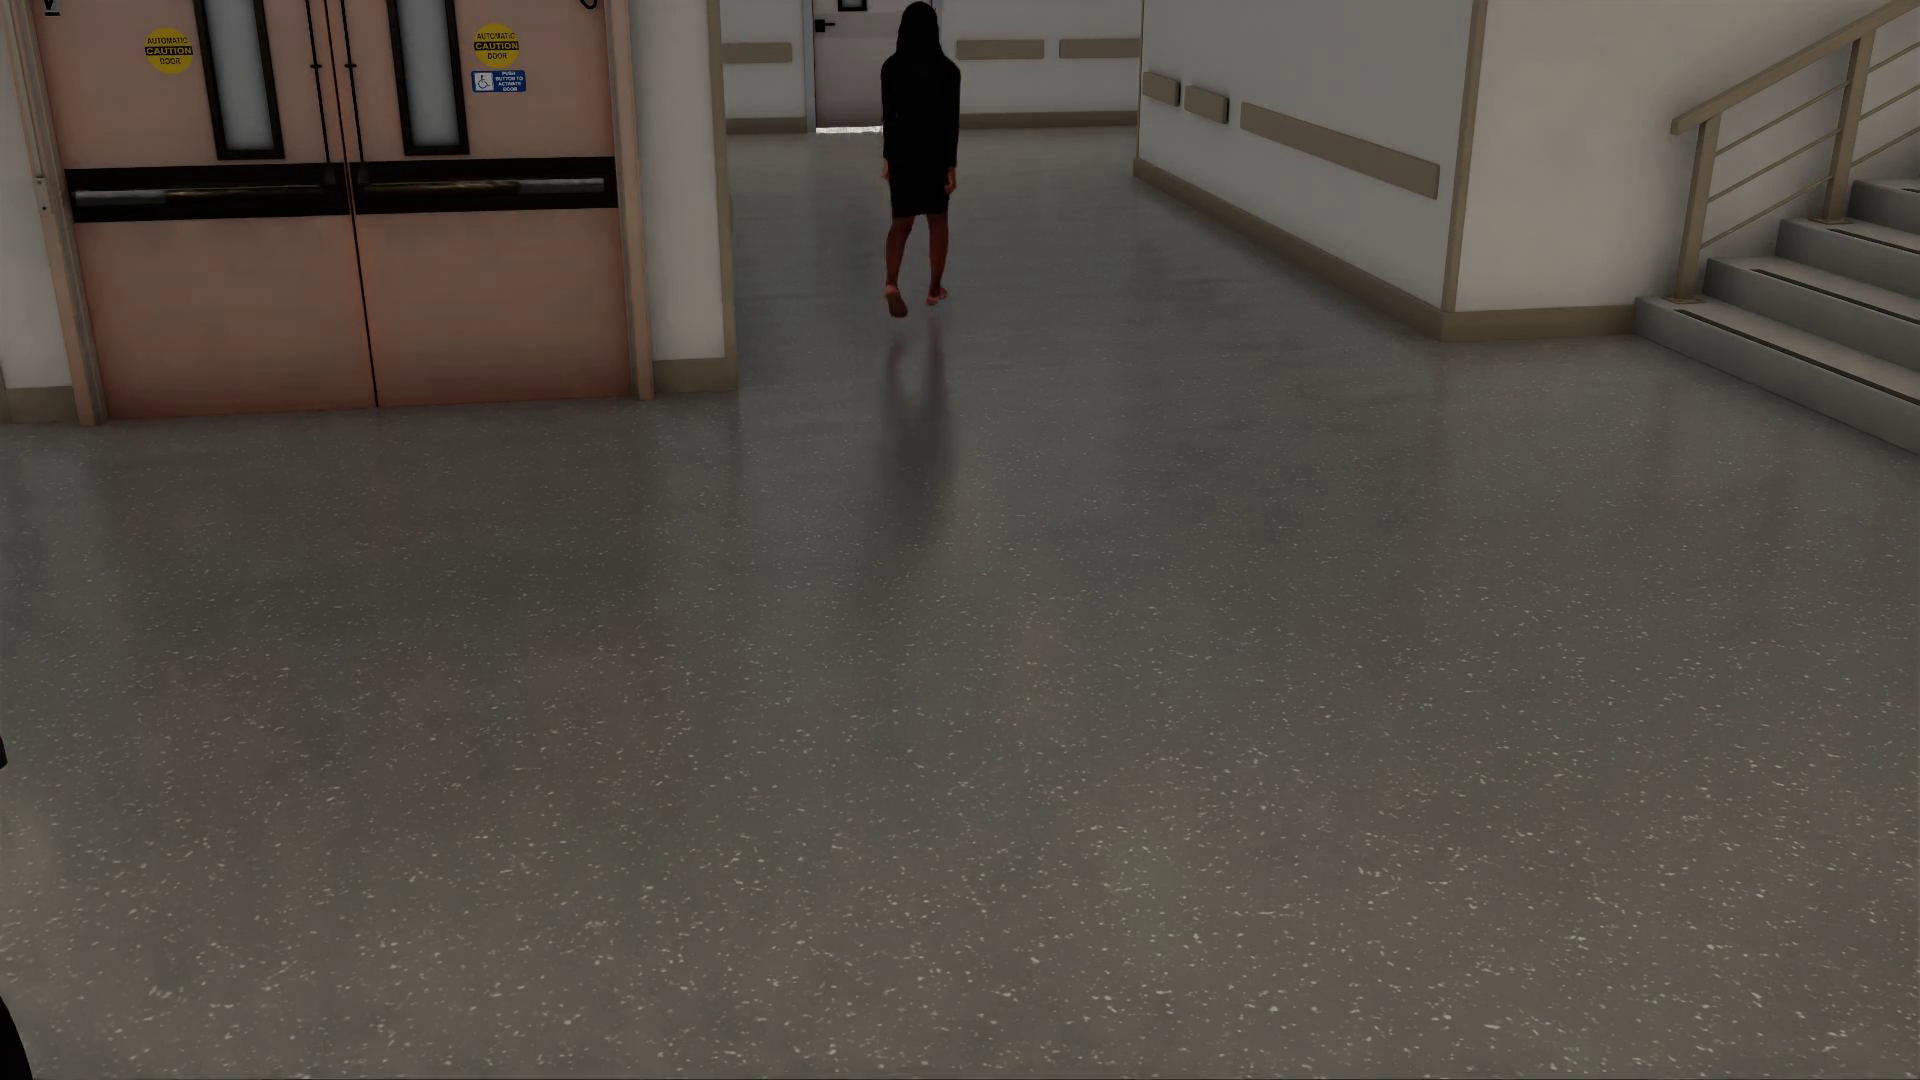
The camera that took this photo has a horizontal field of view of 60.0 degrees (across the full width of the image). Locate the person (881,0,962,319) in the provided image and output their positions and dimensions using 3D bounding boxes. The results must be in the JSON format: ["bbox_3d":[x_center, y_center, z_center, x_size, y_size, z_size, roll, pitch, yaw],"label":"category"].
[{"bbox_3d":[-0.250,-2.038,9.125,1.184,1.688,1.004,5,21,13],"label":"person"}]
